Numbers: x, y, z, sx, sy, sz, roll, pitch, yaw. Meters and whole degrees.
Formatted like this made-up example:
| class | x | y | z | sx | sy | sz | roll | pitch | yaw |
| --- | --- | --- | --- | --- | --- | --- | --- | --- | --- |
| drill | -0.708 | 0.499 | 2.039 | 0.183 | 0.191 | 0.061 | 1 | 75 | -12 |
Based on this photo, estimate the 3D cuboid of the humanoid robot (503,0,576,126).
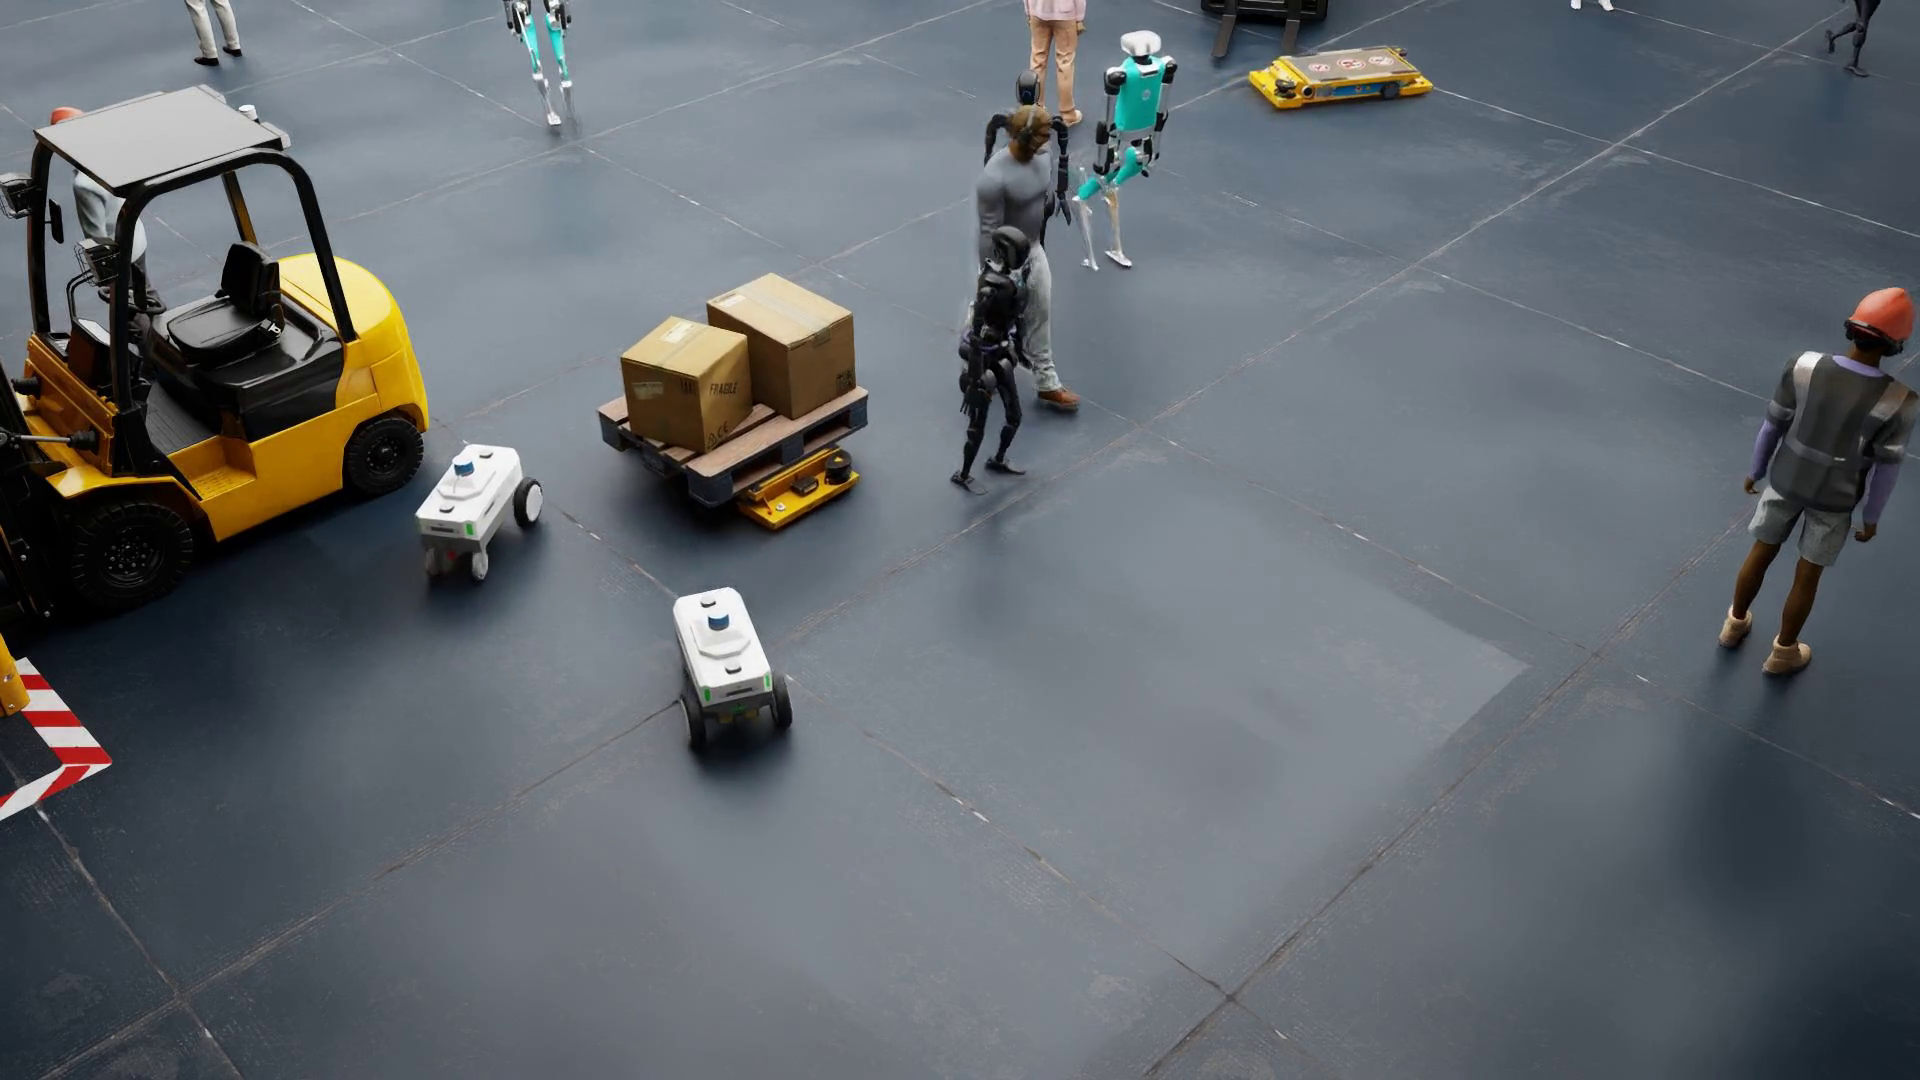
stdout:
| class | x | y | z | sx | sy | sz | roll | pitch | yaw |
| --- | --- | --- | --- | --- | --- | --- | --- | --- | --- |
| humanoid robot | -3.317 | -4.061 | 13.239 | 0.535 | 1.813 | 0.790 | -12 | 38 | -15 |

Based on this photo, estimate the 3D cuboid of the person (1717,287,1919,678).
| class | x | y | z | sx | sy | sz | roll | pitch | yaw |
| --- | --- | --- | --- | --- | --- | --- | --- | --- | --- |
| person | 4.066 | -0.262 | 7.878 | 0.622 | 2.036 | 0.414 | 30 | 46 | 34 |

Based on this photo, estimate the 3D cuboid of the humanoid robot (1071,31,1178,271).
| class | x | y | z | sx | sy | sz | roll | pitch | yaw |
| --- | --- | --- | --- | --- | --- | --- | --- | --- | --- |
| humanoid robot | 1.044 | -2.635 | 11.323 | 0.533 | 1.802 | 0.758 | -19 | 41 | -23 |

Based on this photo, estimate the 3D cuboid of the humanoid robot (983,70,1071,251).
| class | x | y | z | sx | sy | sz | roll | pitch | yaw |
| --- | --- | --- | --- | --- | --- | --- | --- | --- | --- |
| humanoid robot | 0.432 | -2.255 | 10.827 | 0.599 | 1.657 | 0.315 | 1 | 37 | 1 |

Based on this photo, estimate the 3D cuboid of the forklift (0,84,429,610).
| class | x | y | z | sx | sy | sz | roll | pitch | yaw |
| --- | --- | --- | --- | --- | --- | --- | --- | --- | --- |
| forklift | -4.145 | -1.093 | 8.856 | 2.313 | 2.155 | 1.214 | -31 | 47 | -34 |

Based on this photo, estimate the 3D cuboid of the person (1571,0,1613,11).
| class | x | y | z | sx | sy | sz | roll | pitch | yaw |
| --- | --- | --- | --- | --- | --- | --- | --- | --- | --- |
| person | 6.114 | -5.806 | 15.630 | 0.514 | 1.633 | 0.315 | 5 | 37 | 7 |

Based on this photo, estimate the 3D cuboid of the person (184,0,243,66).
| class | x | y | z | sx | sy | sz | roll | pitch | yaw |
| --- | --- | --- | --- | --- | --- | --- | --- | --- | --- |
| person | -6.689 | -5.044 | 14.485 | 0.383 | 1.781 | 0.549 | 20 | 41 | 25 |

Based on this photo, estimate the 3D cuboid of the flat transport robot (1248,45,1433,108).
| class | x | y | z | sx | sy | sz | roll | pitch | yaw |
| --- | --- | --- | --- | --- | --- | --- | --- | --- | --- |
| flat transport robot | 3.285 | -3.991 | 14.339 | 1.431 | 0.231 | 0.659 | -9 | 38 | -12 |

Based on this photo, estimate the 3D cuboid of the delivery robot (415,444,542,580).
| class | x | y | z | sx | sy | sz | roll | pitch | yaw |
| --- | --- | --- | --- | --- | --- | --- | --- | --- | --- |
| delivery robot | -2.641 | -0.198 | 9.022 | 0.499 | 0.593 | 0.789 | 6 | 37 | 8 |

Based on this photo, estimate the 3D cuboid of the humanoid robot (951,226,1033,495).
| class | x | y | z | sx | sy | sz | roll | pitch | yaw |
| --- | --- | --- | --- | --- | --- | --- | --- | --- | --- |
| humanoid robot | 0.181 | -0.994 | 9.166 | 0.405 | 1.638 | 0.611 | 19 | 41 | 24 |

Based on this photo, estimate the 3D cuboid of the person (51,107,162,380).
| class | x | y | z | sx | sy | sz | roll | pitch | yaw |
| --- | --- | --- | --- | --- | --- | --- | --- | --- | --- |
| person | -5.181 | -1.810 | 10.189 | 0.345 | 1.740 | 0.572 | -2 | 37 | -3 |

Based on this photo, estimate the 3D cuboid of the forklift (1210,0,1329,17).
| class | x | y | z | sx | sy | sz | roll | pitch | yaw |
| --- | --- | --- | --- | --- | --- | --- | --- | --- | --- |
| forklift | 3.106 | -6.400 | 15.960 | 1.214 | 2.155 | 2.313 | 8 | 37 | 10 |

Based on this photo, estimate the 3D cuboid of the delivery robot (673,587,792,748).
| class | x | y | z | sx | sy | sz | roll | pitch | yaw |
| --- | --- | --- | --- | --- | --- | --- | --- | --- | --- |
| delivery robot | -1.139 | 0.566 | 7.984 | 0.499 | 0.575 | 0.750 | -12 | 38 | -16 |

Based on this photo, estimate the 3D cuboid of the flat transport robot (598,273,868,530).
| class | x | y | z | sx | sy | sz | roll | pitch | yaw |
| --- | --- | --- | --- | --- | --- | --- | --- | --- | --- |
| flat transport robot | -1.311 | -0.546 | 9.727 | 1.431 | 0.231 | 0.659 | 30 | 46 | 34 |

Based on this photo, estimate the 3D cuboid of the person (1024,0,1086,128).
| class | x | y | z | sx | sy | sz | roll | pitch | yaw |
| --- | --- | --- | --- | --- | --- | --- | --- | --- | --- |
| person | 0.750 | -4.191 | 13.340 | 0.522 | 1.784 | 0.406 | 16 | 40 | 20 |

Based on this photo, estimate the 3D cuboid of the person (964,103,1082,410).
| class | x | y | z | sx | sy | sz | roll | pitch | yaw |
| --- | --- | --- | --- | --- | --- | --- | --- | --- | --- |
| person | 0.389 | -1.638 | 9.834 | 0.944 | 1.886 | 0.679 | 30 | 46 | 34 |

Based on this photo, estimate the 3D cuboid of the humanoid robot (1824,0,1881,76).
| class | x | y | z | sx | sy | sz | roll | pitch | yaw |
| --- | --- | --- | --- | --- | --- | --- | --- | --- | --- |
| humanoid robot | 7.932 | -4.935 | 14.472 | 0.614 | 1.645 | 0.739 | -8 | 38 | -11 |
